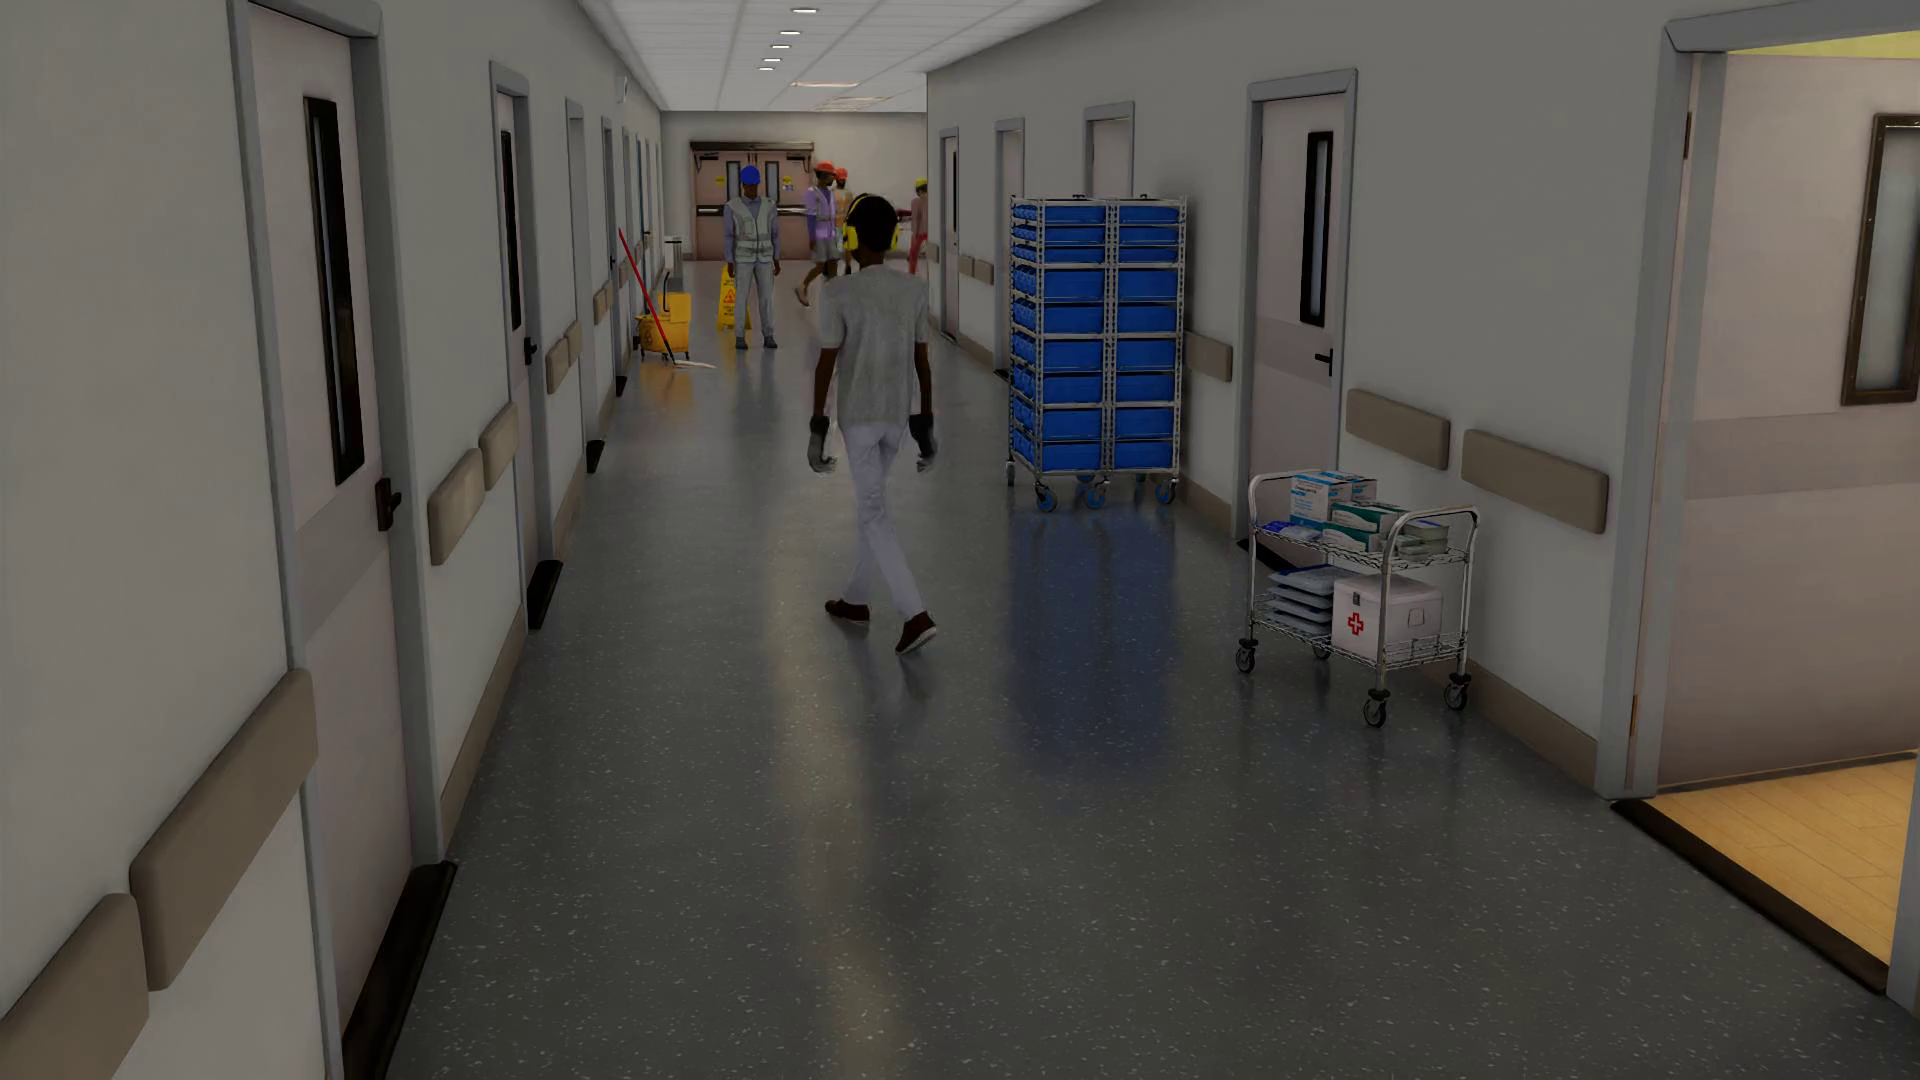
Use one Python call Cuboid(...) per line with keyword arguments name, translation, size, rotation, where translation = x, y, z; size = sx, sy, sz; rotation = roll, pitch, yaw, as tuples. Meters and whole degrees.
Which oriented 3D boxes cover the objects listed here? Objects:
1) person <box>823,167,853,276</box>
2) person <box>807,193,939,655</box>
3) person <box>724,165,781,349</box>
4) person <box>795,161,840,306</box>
Cuboid(name="person", translation=(-2.141, -5.528, 29.021), size=(0.554, 1.912, 0.867), rotation=(-9, 16, -35))
Cuboid(name="person", translation=(-0.331, -0.474, 6.727), size=(0.529, 1.836, 0.941), rotation=(-9, 15, -34))
Cuboid(name="person", translation=(-2.205, -2.997, 17.700), size=(0.609, 1.936, 0.401), rotation=(-6, 14, -24))
Cuboid(name="person", translation=(-1.863, -4.086, 22.398), size=(0.743, 1.998, 0.641), rotation=(9, 15, 34))
